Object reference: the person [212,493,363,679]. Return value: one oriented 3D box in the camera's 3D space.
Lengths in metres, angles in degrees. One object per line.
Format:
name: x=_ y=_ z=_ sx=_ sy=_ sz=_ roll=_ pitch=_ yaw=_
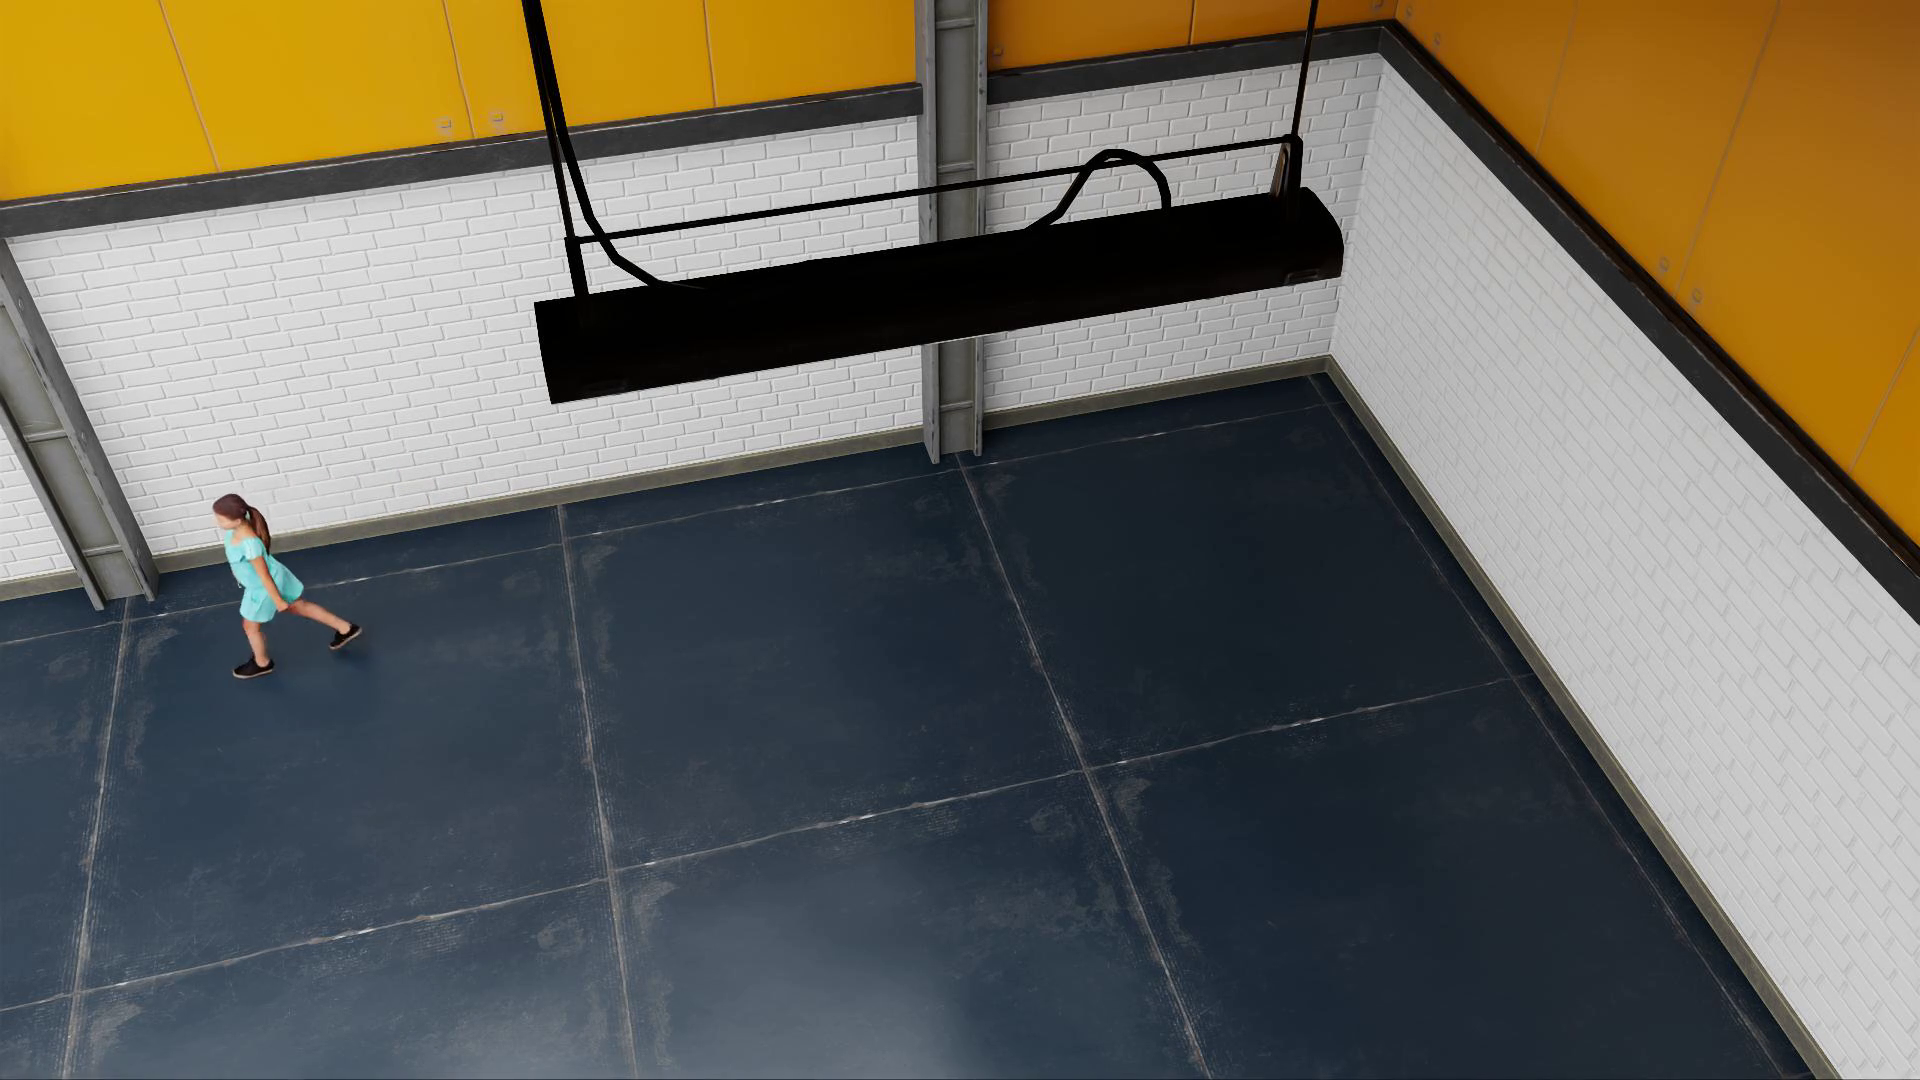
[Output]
person: x=-4.375 y=0.260 z=10.684 sx=1.080 sy=1.524 sz=0.590 roll=-12 pitch=45 yaw=-12
